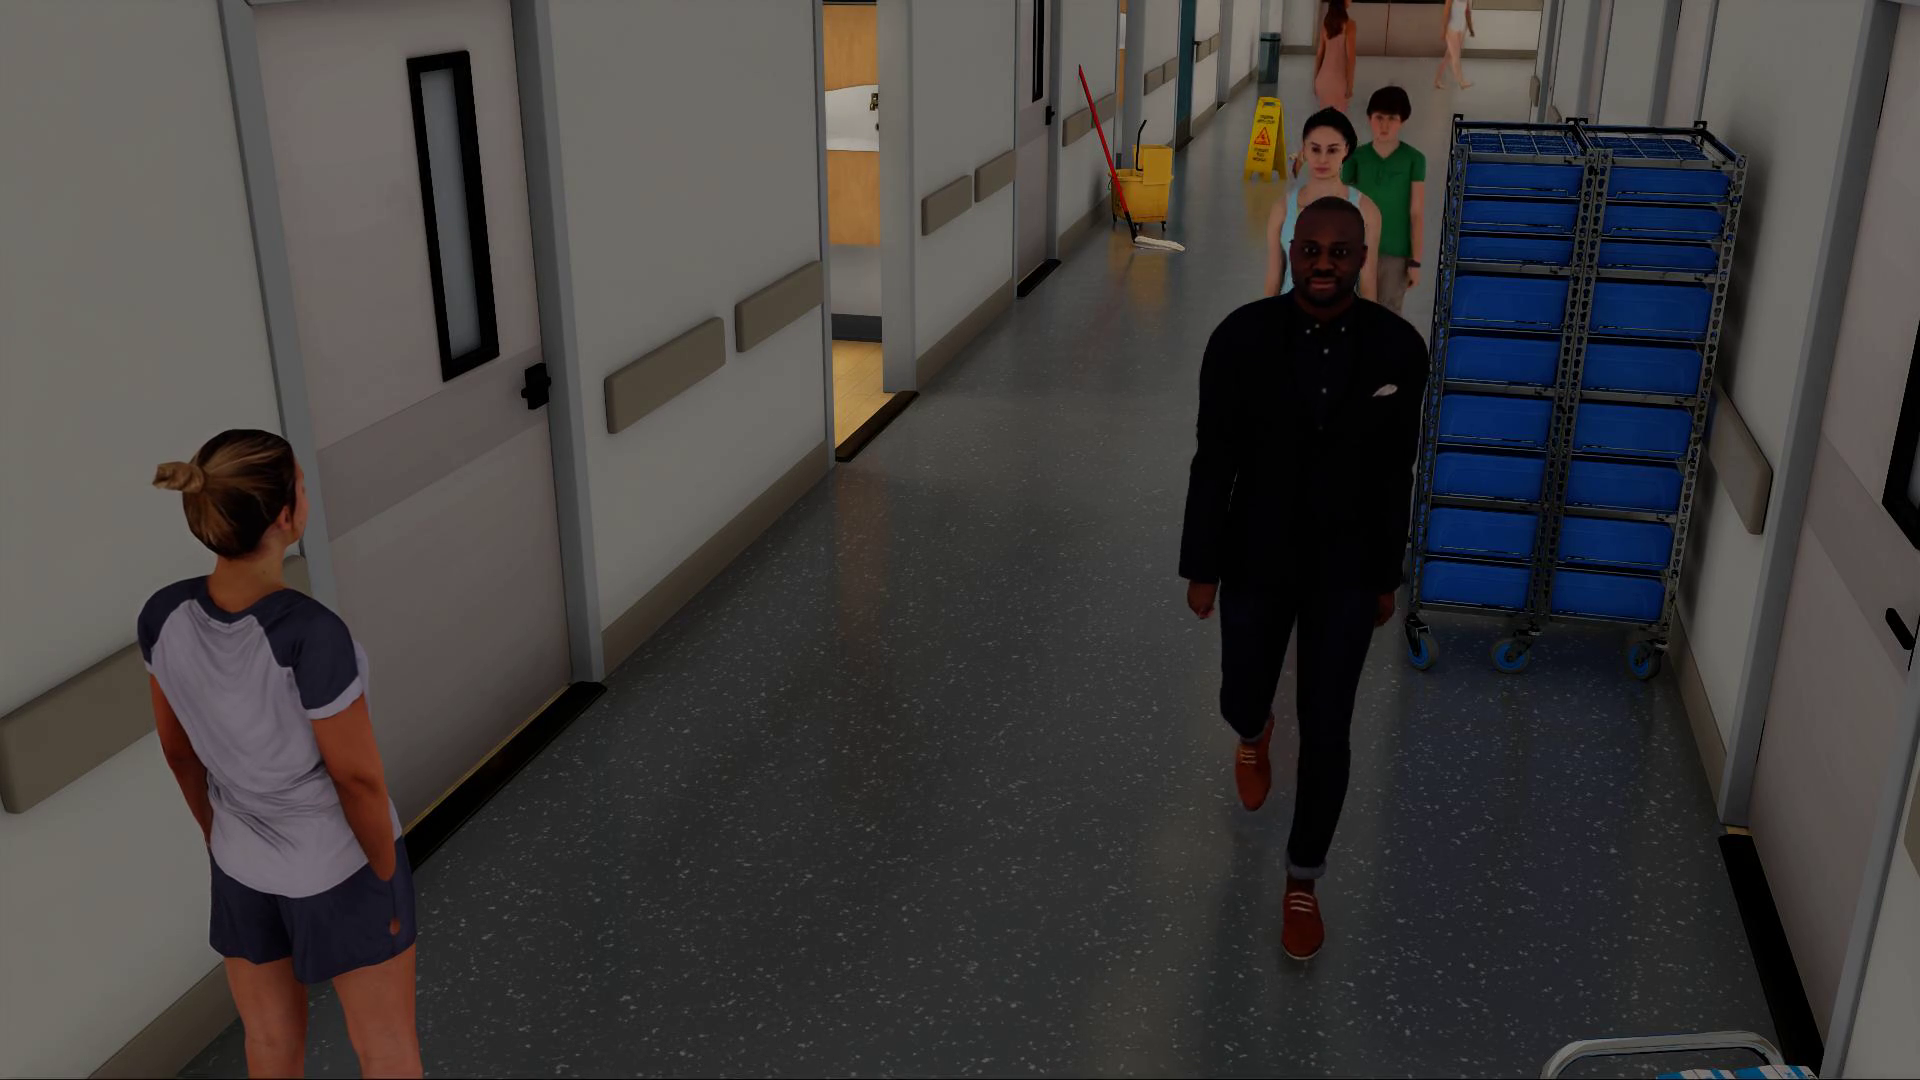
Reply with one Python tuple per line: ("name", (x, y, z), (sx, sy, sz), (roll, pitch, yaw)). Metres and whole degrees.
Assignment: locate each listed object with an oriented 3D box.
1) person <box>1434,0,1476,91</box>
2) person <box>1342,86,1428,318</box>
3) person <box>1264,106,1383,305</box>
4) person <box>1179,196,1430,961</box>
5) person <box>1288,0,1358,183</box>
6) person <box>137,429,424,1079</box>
("person", (6.885, -7.128, 23.369), (0.985, 1.606, 0.990), (-14, 25, -33))
("person", (2.052, -1.381, 8.146), (0.595, 1.641, 0.670), (7, 22, 18))
("person", (1.348, -0.708, 6.208), (0.654, 1.754, 0.877), (8, 22, 19))
("person", (0.844, 0.053, 4.140), (0.761, 1.795, 1.125), (4, 21, 10))
("person", (3.303, -4.069, 14.996), (1.075, 1.814, 0.992), (-13, 24, -31))
("person", (-1.179, 0.582, 2.984), (0.564, 1.625, 0.517), (5, 21, 14))
